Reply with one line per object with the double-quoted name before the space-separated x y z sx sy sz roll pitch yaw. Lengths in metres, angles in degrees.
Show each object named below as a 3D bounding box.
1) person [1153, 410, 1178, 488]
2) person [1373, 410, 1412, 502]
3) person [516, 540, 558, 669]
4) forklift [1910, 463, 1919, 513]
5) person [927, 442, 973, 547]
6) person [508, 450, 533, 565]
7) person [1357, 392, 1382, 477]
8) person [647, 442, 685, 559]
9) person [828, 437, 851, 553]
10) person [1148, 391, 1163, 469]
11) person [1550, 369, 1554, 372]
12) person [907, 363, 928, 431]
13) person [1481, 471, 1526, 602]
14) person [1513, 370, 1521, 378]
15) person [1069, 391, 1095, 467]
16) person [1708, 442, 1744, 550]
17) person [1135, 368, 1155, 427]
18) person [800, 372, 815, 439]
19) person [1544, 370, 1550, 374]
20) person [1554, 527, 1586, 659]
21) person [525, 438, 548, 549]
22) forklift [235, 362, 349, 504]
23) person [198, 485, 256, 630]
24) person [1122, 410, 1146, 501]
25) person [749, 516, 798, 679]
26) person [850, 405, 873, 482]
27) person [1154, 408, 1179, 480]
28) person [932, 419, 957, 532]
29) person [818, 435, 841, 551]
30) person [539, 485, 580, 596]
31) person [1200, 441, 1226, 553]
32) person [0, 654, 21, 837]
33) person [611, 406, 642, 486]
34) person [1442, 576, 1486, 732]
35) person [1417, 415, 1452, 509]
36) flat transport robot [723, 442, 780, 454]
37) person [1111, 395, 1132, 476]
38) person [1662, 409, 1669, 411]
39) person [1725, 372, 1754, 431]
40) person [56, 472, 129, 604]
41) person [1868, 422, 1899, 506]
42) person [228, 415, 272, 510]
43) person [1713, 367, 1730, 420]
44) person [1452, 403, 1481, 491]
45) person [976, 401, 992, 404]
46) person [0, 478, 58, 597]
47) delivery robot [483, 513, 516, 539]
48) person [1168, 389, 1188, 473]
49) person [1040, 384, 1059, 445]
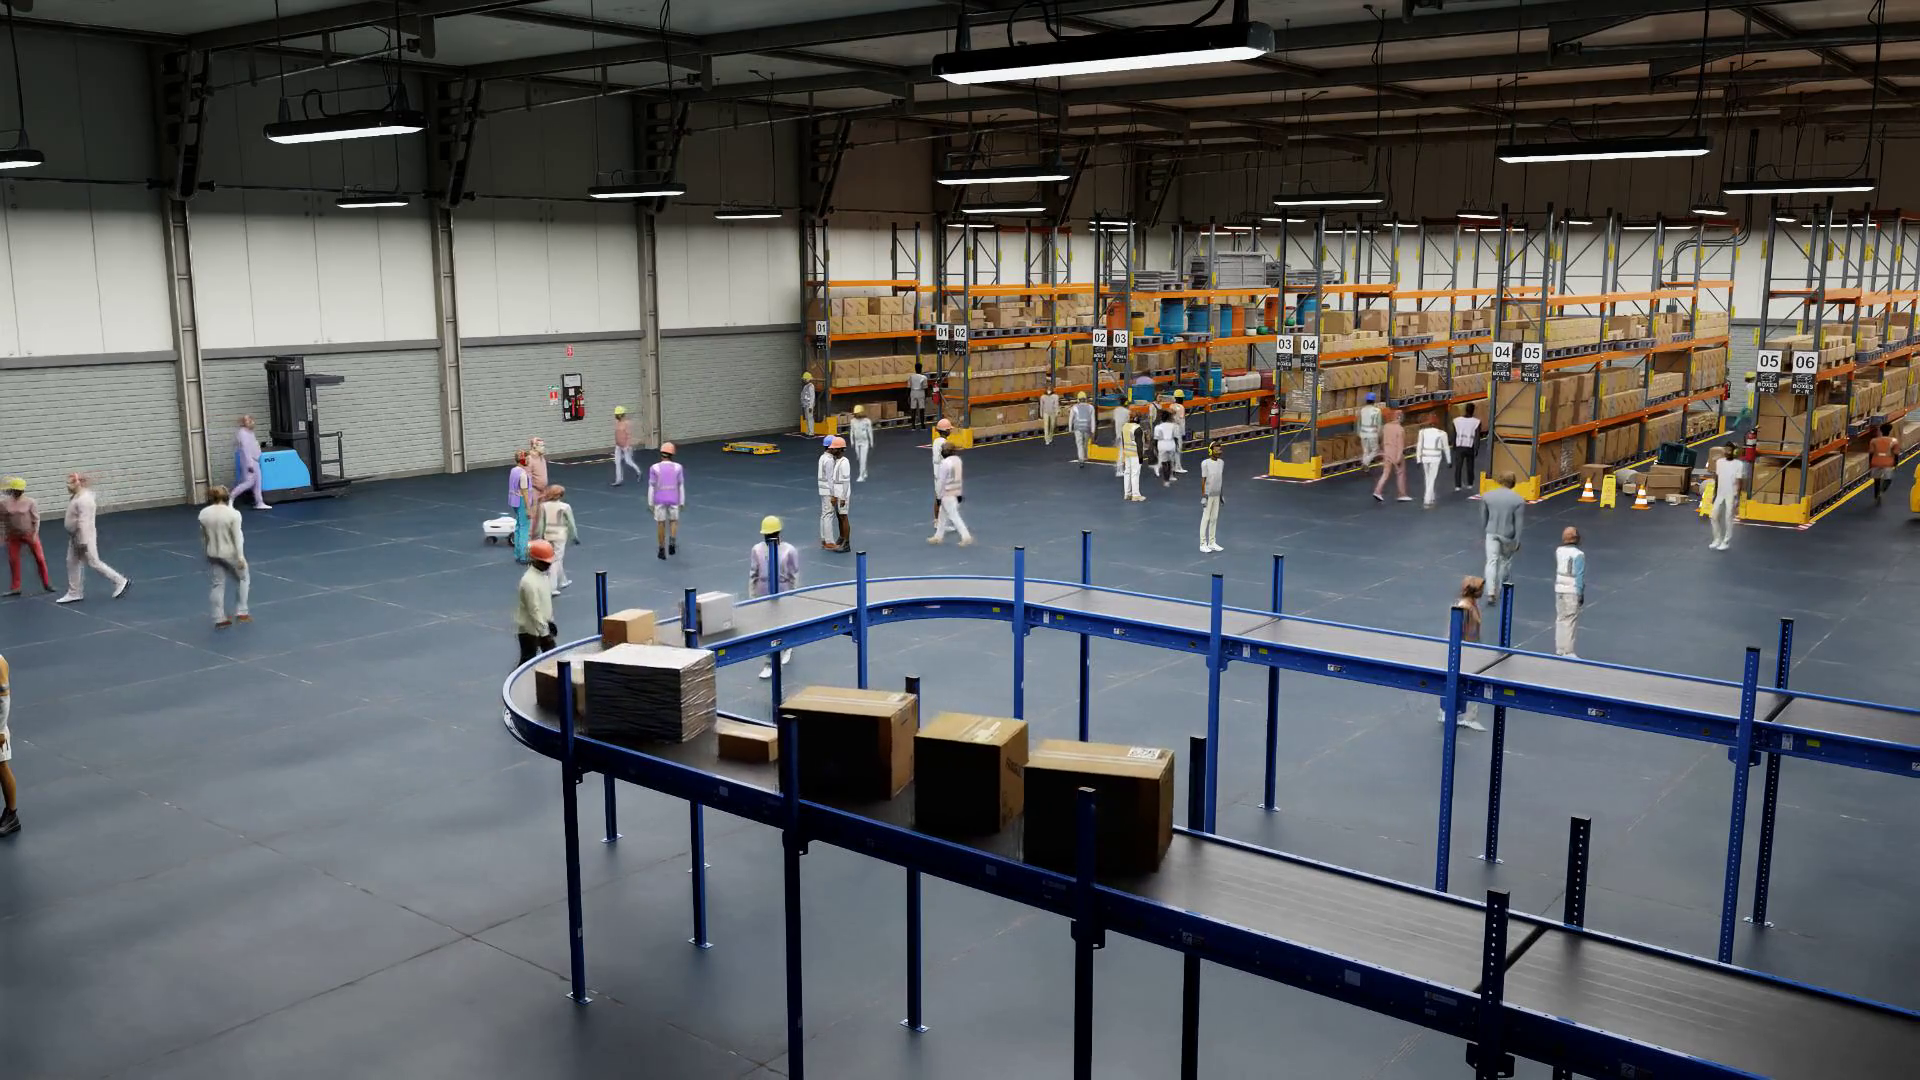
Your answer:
"person" 4.418 -1.983 33.912 0.546 1.660 0.749 -3 10 -15
"person" 8.815 -1.707 31.833 0.803 1.873 0.649 -5 11 -25
"person" -4.476 0.945 16.726 0.892 1.927 0.635 1 10 3
"forklift" 19.034 -1.348 28.998 2.313 2.155 1.214 8 13 37
"person" -0.144 -0.789 26.833 0.930 1.808 0.634 5 11 24
"person" -7.084 -0.532 25.273 0.373 1.840 0.571 -7 12 -33
"person" 9.273 -2.388 35.469 0.468 1.927 0.626 -9 13 -40
"person" -4.840 -0.645 25.700 0.627 1.916 0.499 -4 11 -19
"person" -2.027 -0.770 26.343 0.358 1.938 0.542 -4 11 -19
"person" 4.633 -2.603 36.923 0.327 1.843 0.514 7 12 34
"person" 19.591 -5.286 52.055 0.600 1.831 0.404 -5 11 -27
"person" -1.215 -4.147 45.277 0.613 1.962 0.365 3 10 14
"person" 7.788 -0.056 22.524 0.630 1.882 1.049 6 12 29
"person" 15.071 -3.625 42.360 0.645 1.965 0.744 7 12 34
"person" 2.917 -2.647 37.335 0.603 1.796 0.907 -1 10 -6
"person" 12.907 -0.741 26.411 0.527 1.852 0.563 -7 12 -33
"person" 5.257 -3.923 44.231 0.639 1.882 1.026 6 11 28
"person" -4.204 -3.716 43.220 0.404 1.830 0.601 -3 11 -18
"person" 16.454 -3.977 44.198 0.635 2.003 0.864 7 12 35
"person" 7.509 0.659 19.229 0.315 1.613 0.657 -3 10 -14
"person" -7.241 -0.804 26.728 0.432 1.891 0.657 2 10 13
"forklift" -13.803 -2.244 32.110 1.129 2.768 1.873 8 13 37
"person" -9.775 0.213 20.889 0.643 1.916 0.678 2 10 10
"person" 3.572 -1.734 32.053 0.429 1.840 0.621 -5 11 -26
"person" -2.195 0.626 18.632 0.599 1.893 0.928 4 11 21
"person" -2.170 -2.192 35.028 0.521 1.700 0.813 4 11 19
"person" 4.649 -2.173 35.169 0.681 1.605 0.492 9 14 42
"person" -0.283 -1.175 28.314 0.358 2.047 0.615 -5 11 -25
"person" -2.205 -0.808 26.526 0.394 1.946 0.618 -3 11 -17
"person" -5.872 -0.014 23.024 0.527 1.602 0.824 5 11 25
"person" 4.263 -0.738 26.351 0.518 1.874 0.329 -8 13 -37
"person" -8.292 1.552 13.277 0.544 1.939 0.354 5 11 25
"person" -7.317 -2.069 34.189 0.526 1.744 0.673 7 12 33
"person" 5.327 1.177 16.266 0.613 1.616 0.535 5 11 27
"person" 9.455 -1.570 31.118 0.615 1.841 0.936 9 13 41
"flat transport robot" -5.364 -2.375 40.186 1.431 0.197 0.652 8 13 37
"person" 3.780 -2.386 35.727 0.761 1.841 0.540 -9 14 -42
"person" 20.637 -4.208 45.645 0.872 1.957 0.663 -2 10 -12
"person" 22.516 -3.947 44.813 0.918 1.715 0.547 8 13 37
"person" -12.541 -0.051 22.493 0.876 1.879 0.650 -8 13 -39
"person" 18.376 -1.505 31.170 0.549 1.683 0.471 9 13 40
"person" -14.002 -1.510 30.642 0.739 1.890 0.634 -2 10 -12
"person" 22.217 -4.144 45.644 0.638 1.828 0.432 -5 11 -28
"person" 10.797 -1.986 33.419 0.607 1.874 1.006 5 11 26
"person" 0.716 -4.017 44.699 0.552 1.918 0.746 7 12 34
"person" -13.695 -0.053 22.872 0.764 1.739 0.414 -2 10 -11
"delivery robot" -7.847 -0.223 27.012 0.707 0.478 0.477 0 10 2
"person" 5.042 -2.522 36.225 0.356 1.930 0.592 -5 11 -26
"person" 2.389 -3.376 41.927 0.498 1.611 0.698 0 10 0
